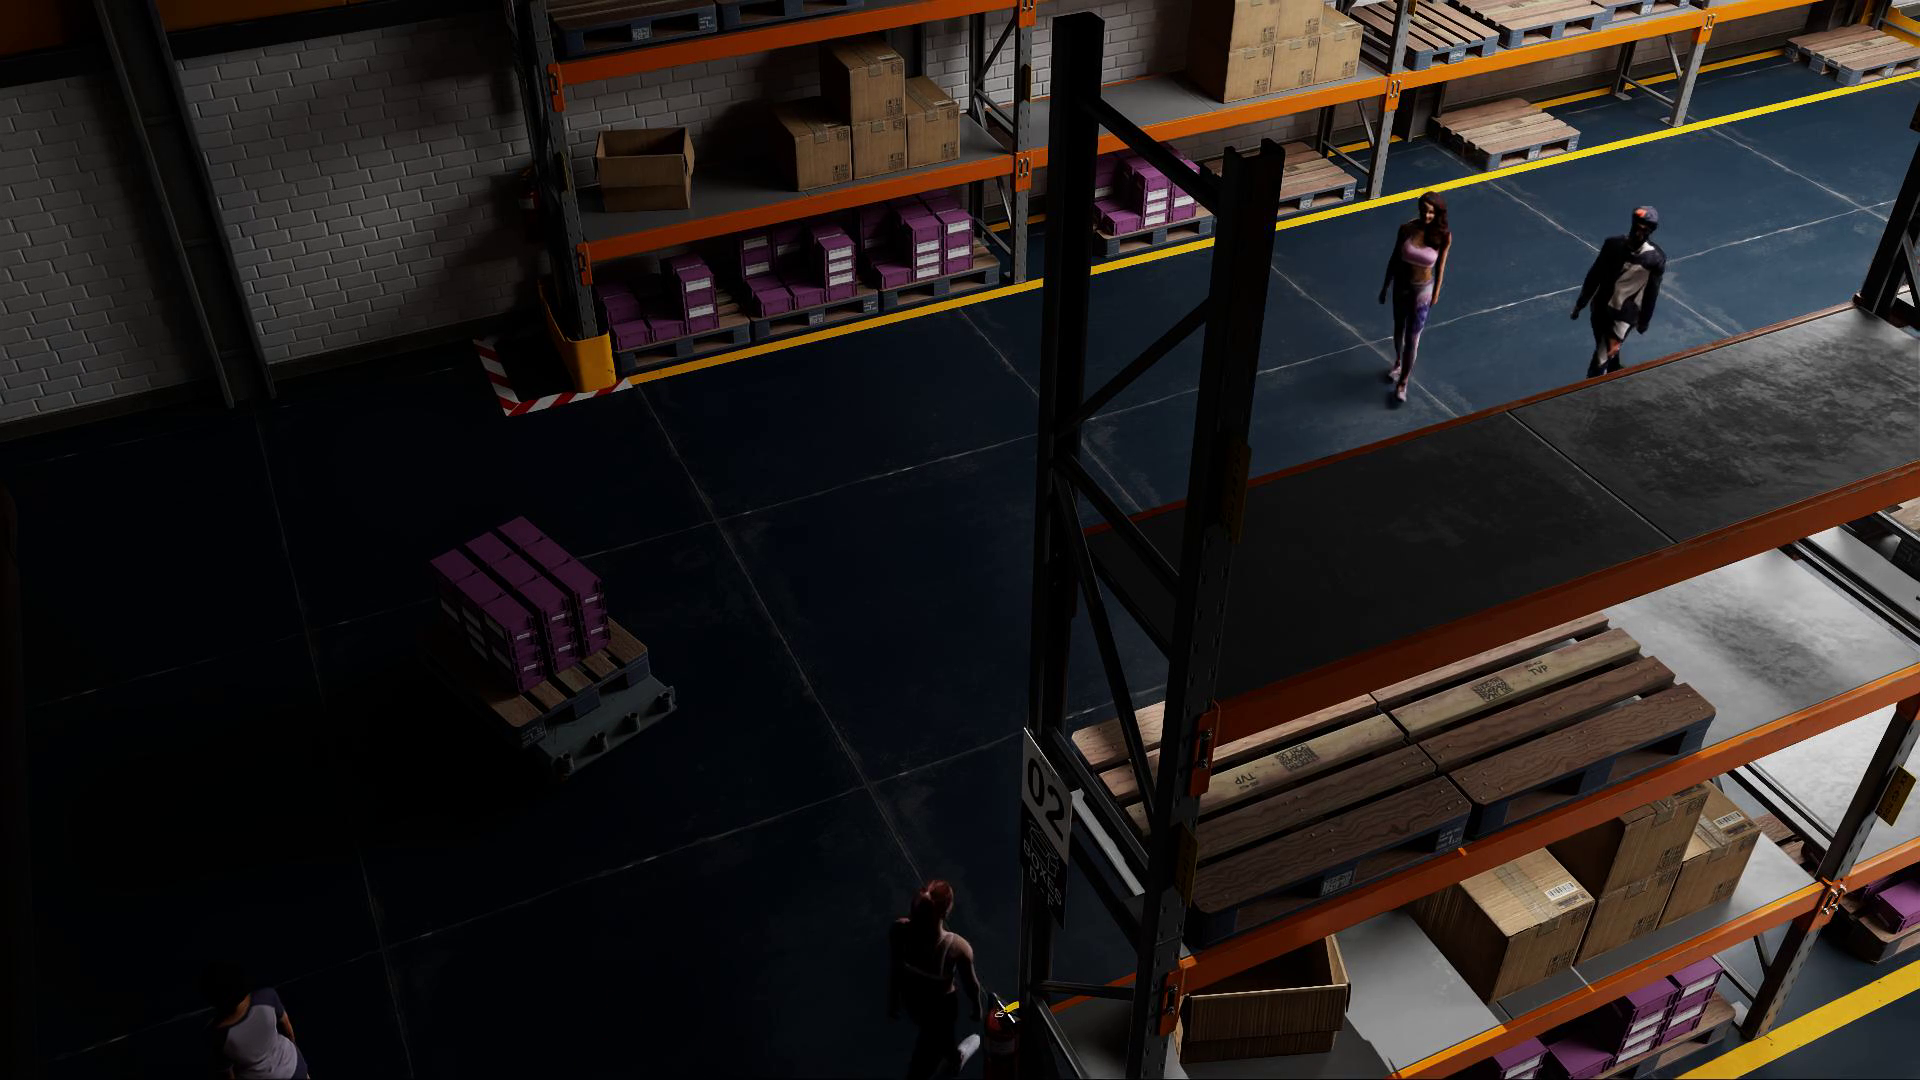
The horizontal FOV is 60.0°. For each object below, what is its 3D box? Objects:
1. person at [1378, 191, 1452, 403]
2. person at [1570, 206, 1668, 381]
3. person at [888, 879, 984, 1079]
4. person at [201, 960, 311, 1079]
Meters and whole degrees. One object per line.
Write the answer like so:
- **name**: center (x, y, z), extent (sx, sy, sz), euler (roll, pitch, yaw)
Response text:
- **person**: center (3.731, -2.075, 13.645), extent (0.857, 1.747, 0.954), euler (20, 43, 24)
- **person**: center (5.270, -1.841, 13.274), extent (1.310, 1.845, 0.910), euler (-28, 46, -30)
- **person**: center (-0.197, 2.378, 8.113), extent (1.044, 1.693, 1.254), euler (21, 43, 24)
- **person**: center (-3.357, 2.544, 8.007), extent (0.706, 1.565, 0.605), euler (25, 45, 28)
